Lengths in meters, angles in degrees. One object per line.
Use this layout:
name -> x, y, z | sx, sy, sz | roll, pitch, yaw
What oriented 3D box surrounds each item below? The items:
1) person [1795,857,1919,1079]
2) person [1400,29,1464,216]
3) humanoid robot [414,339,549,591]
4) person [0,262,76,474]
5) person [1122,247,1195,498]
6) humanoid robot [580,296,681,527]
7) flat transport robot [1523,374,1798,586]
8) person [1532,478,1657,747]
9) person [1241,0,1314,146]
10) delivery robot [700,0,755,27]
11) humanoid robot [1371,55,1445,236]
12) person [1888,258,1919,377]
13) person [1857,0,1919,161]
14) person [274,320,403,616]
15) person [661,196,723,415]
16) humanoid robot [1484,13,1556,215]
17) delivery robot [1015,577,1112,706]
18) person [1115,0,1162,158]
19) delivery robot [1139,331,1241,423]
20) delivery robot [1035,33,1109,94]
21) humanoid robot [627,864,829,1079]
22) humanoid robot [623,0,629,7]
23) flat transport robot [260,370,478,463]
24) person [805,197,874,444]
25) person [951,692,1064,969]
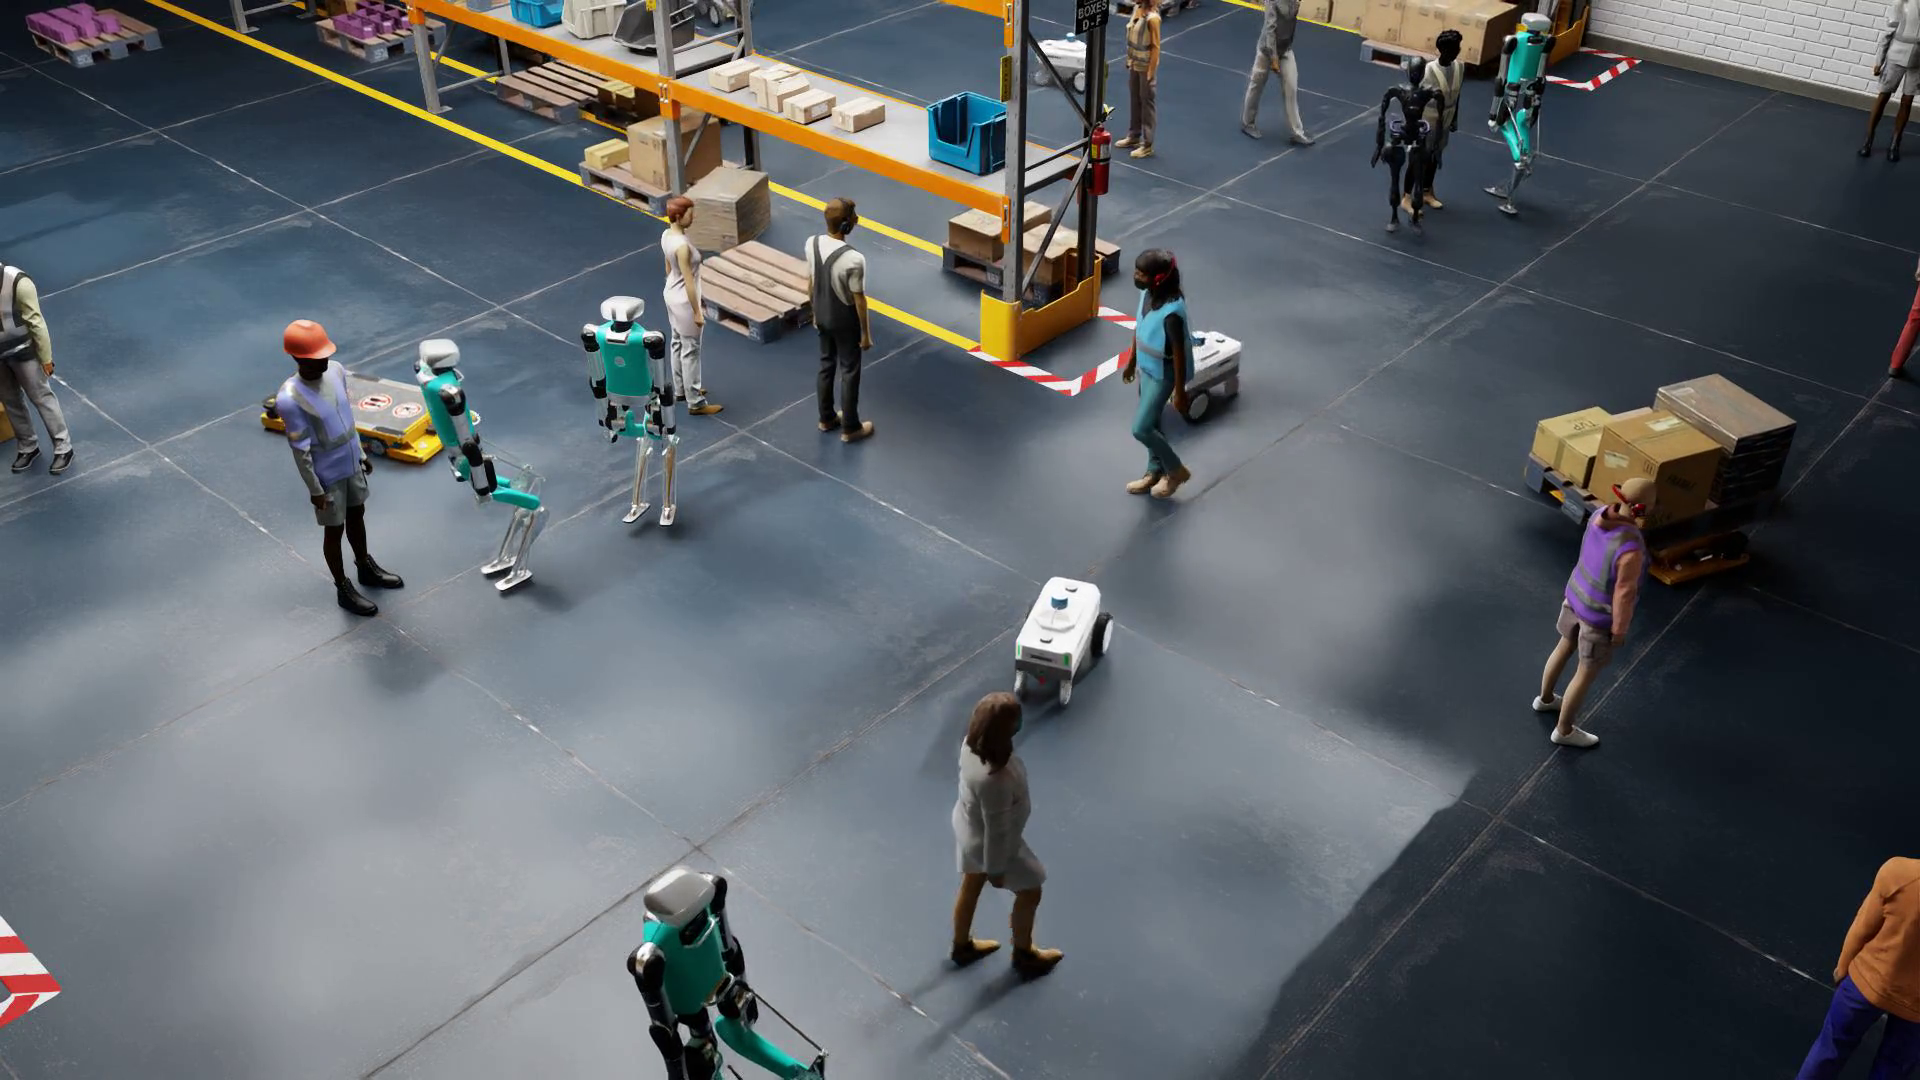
person -> 3.809, 1.796, 6.716 | 0.510, 1.974, 0.405 | 22, 40, 28
person -> 4.282, -3.775, 15.025 | 0.532, 1.693, 0.320 | -19, 39, -25
humanoid robot -> -2.846, -0.500, 10.173 | 0.726, 1.718, 0.531 | -22, 40, -28
person -> -6.468, -1.287, 11.313 | 0.596, 1.821, 0.403 | 3, 35, 5
person -> 1.312, -1.078, 10.988 | 0.450, 1.850, 0.517 | -9, 36, -12
humanoid robot -> -2.014, -0.888, 10.687 | 0.533, 1.677, 0.735 | 7, 35, 9
flat transport robot -> 4.507, -0.211, 11.116 | 0.659, 0.231, 1.431 | -14, 37, -19
person -> 3.456, 0.380, 9.014 | 0.354, 1.685, 0.486 | -3, 35, -4
person -> 3.183, -4.776, 16.331 | 0.531, 1.854, 0.962 | -19, 39, -25
delivery robot -> -2.845, -6.517, 20.017 | 0.499, 0.614, 0.804 | -21, 40, -27
humanoid robot -> 3.945, -3.462, 14.591 | 0.611, 1.636, 0.409 | 6, 35, 9
person -> 7.390, -1.977, 12.366 | 0.517, 1.757, 0.340 | 26, 42, 32
person -> 9.157, -4.632, 16.065 | 0.548, 1.927, 0.390 | 13, 37, 19
person -> -3.744, -0.446, 9.990 | 0.351, 1.938, 0.543 | 10, 36, 14
person -> -1.978, -1.701, 12.050 | 0.284, 1.657, 0.451 | -17, 38, -23
humanoid robot -> 5.146, -3.781, 15.025 | 0.585, 1.784, 0.886 | -12, 36, -16
delivery robot -> 0.577, 0.540, 9.748 | 0.499, 0.563, 0.738 | 11, 36, 16
person -> 1.755, -4.606, 16.154 | 0.326, 1.777, 0.463 | -13, 37, -18
delivery robot -> 1.751, -1.266, 12.387 | 0.789, 0.587, 0.499 | -27, 43, -34
delivery robot -> 1.208, -5.211, 18.090 | 0.759, 0.575, 0.499 | 14, 37, 20
humanoid robot -> -0.881, 2.017, 6.594 | 1.027, 1.729, 0.552 | 16, 38, 21
humanoid robot -> -4.137, -7.432, 20.366 | 0.587, 1.652, 0.601 | -14, 37, -20
flat transport robot -> -4.322, -0.921, 12.144 | 1.431, 0.231, 0.659 | 13, 37, 18
person -> -0.835, -1.529, 11.649 | 0.515, 1.835, 0.358 | 23, 41, 29
person -> 0.242, 1.341, 7.651 | 0.637, 1.639, 0.513 | -9, 36, -13
